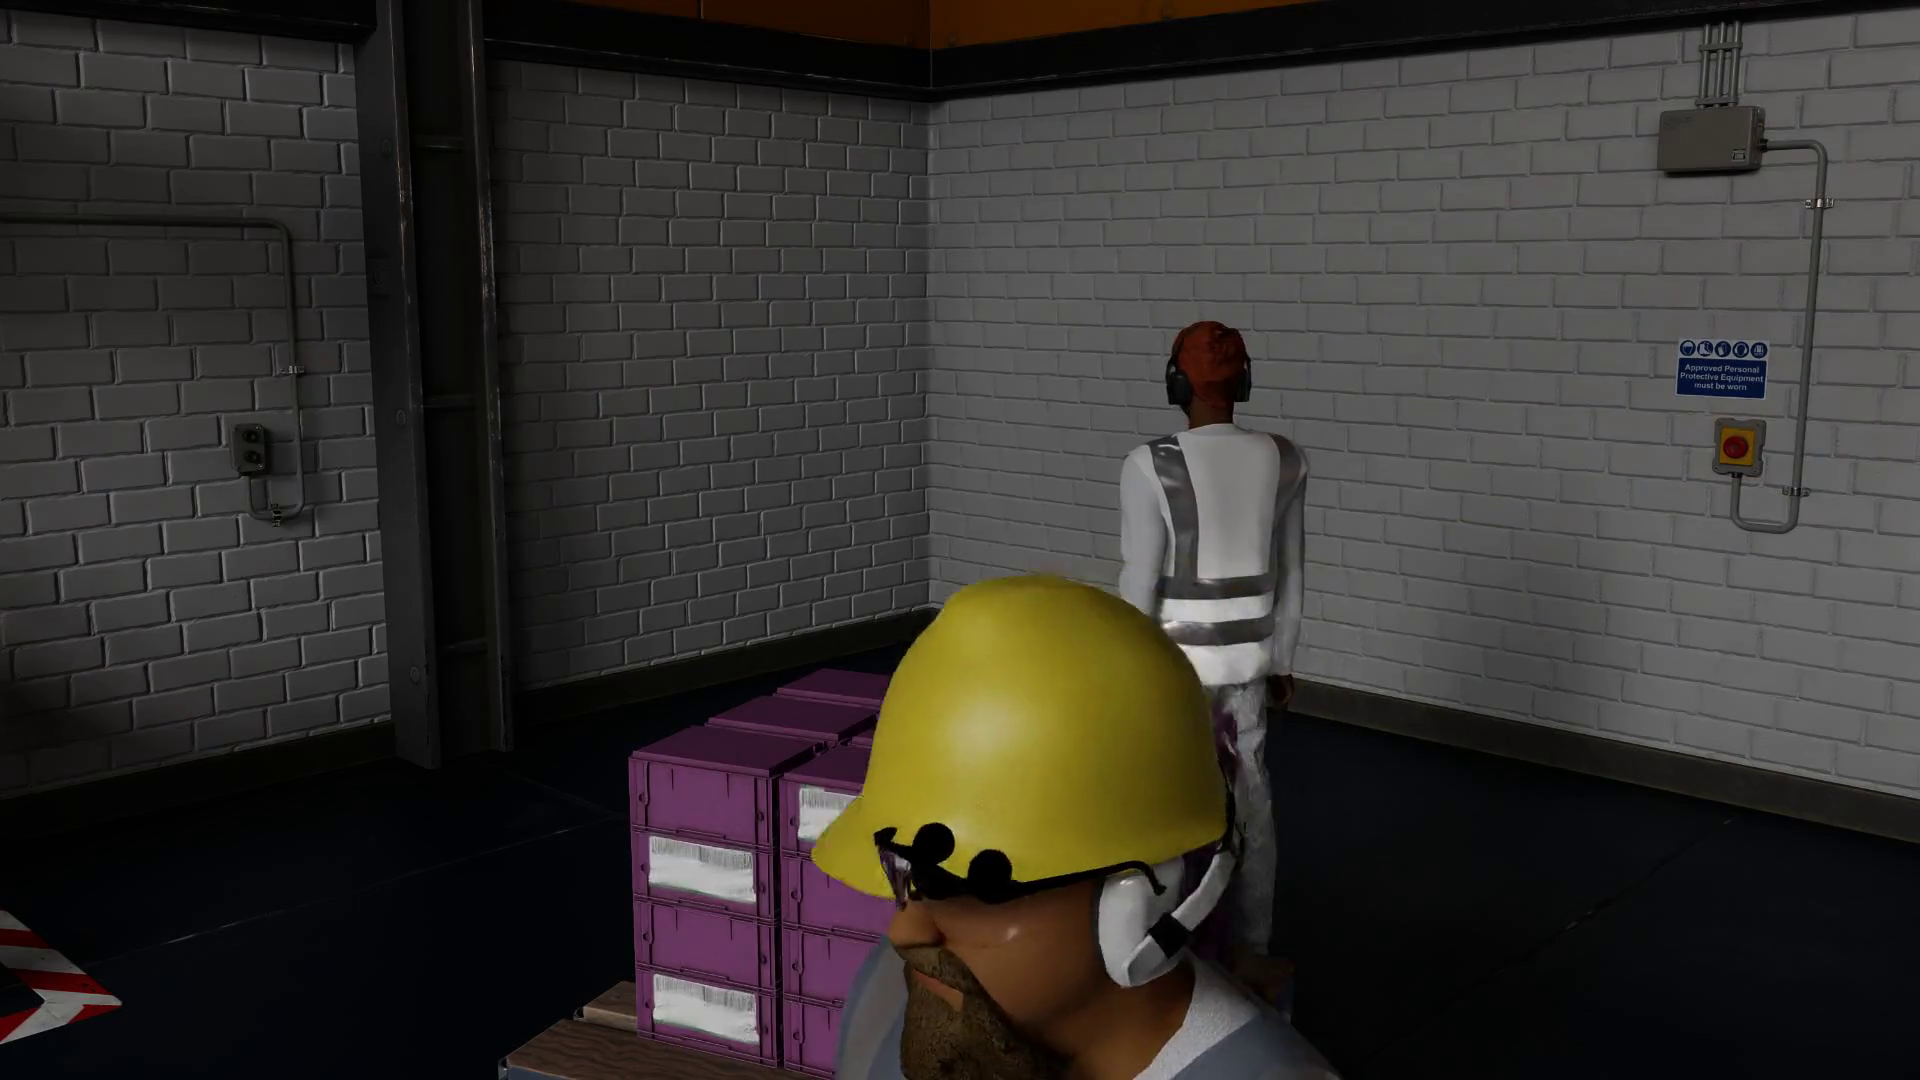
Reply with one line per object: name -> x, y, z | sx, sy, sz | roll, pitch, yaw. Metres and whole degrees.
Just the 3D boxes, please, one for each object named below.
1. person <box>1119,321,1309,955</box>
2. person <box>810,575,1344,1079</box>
person -> 0.675, 0.346, 4.568 | 0.587, 1.882, 0.341 | -4, 10, -24
person -> 0.040, 0.922, 1.236 | 0.513, 1.814, 0.625 | -7, 12, -37
